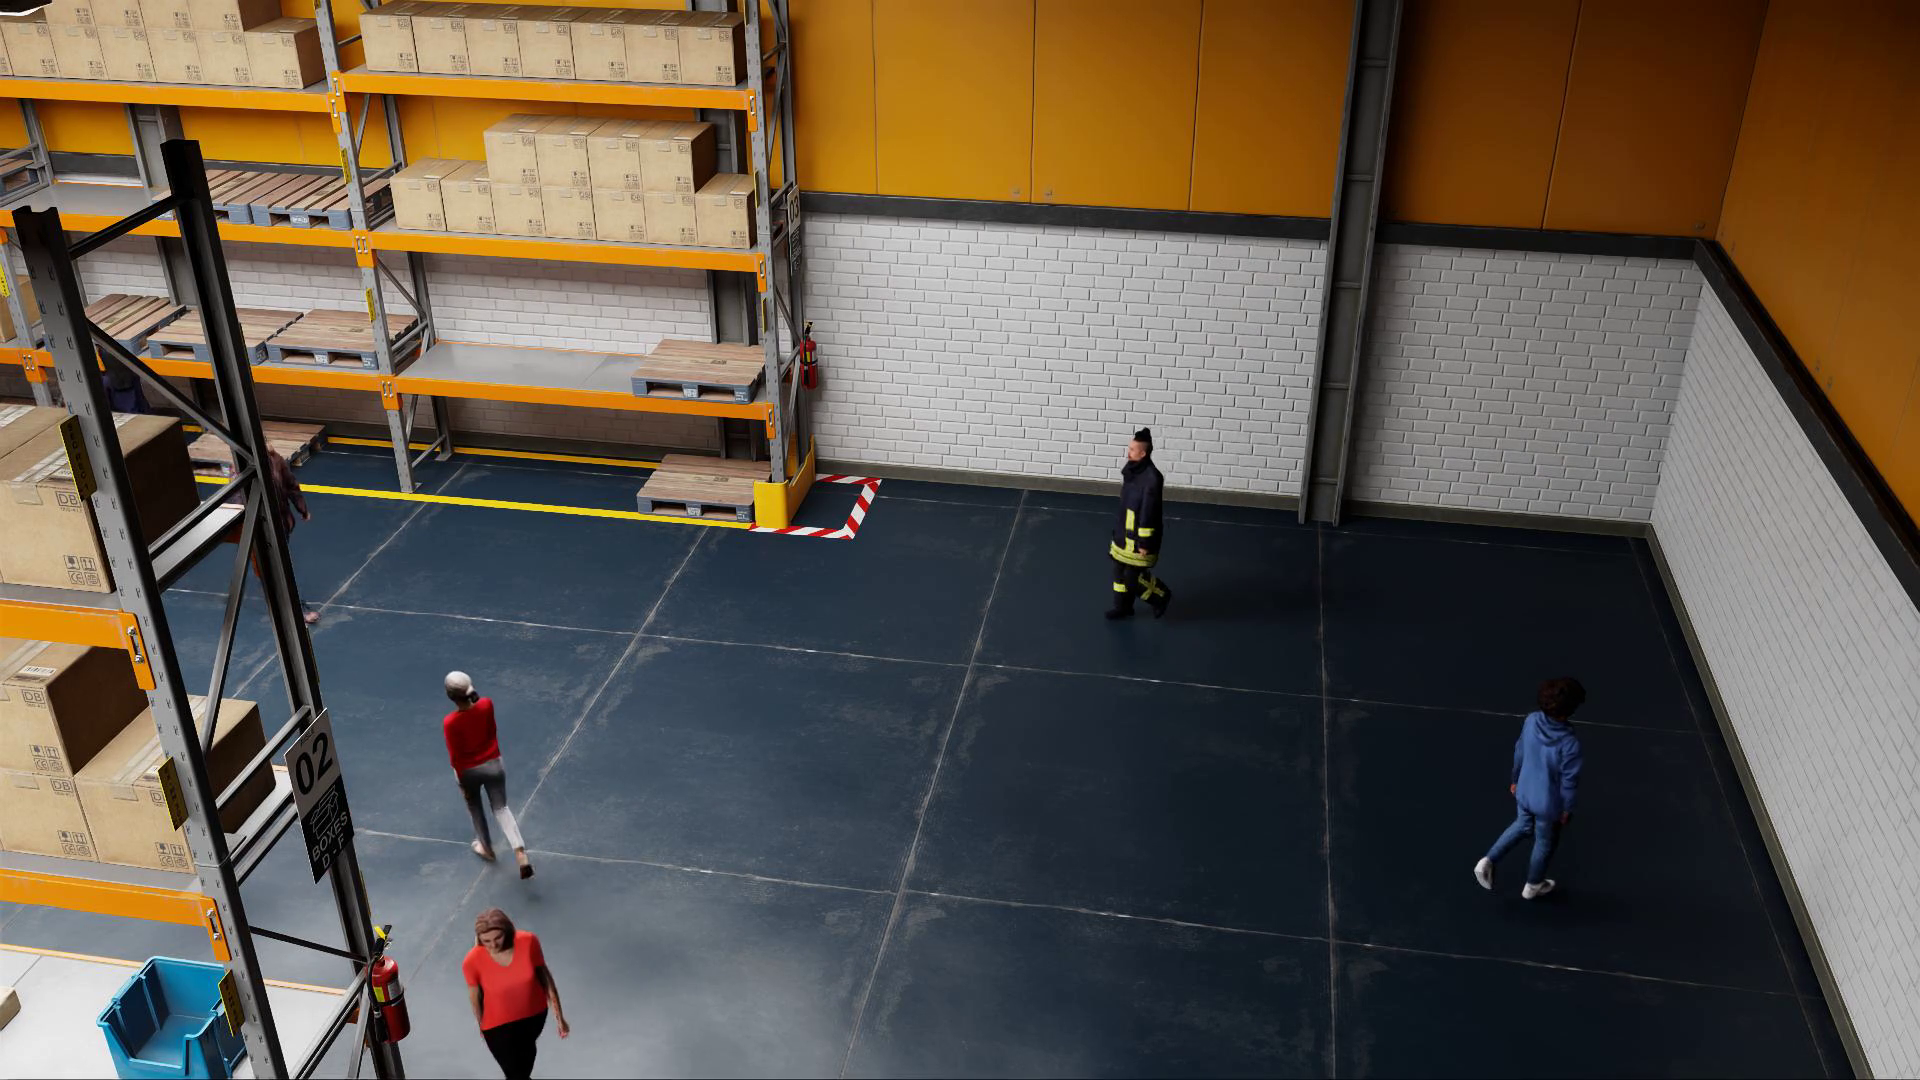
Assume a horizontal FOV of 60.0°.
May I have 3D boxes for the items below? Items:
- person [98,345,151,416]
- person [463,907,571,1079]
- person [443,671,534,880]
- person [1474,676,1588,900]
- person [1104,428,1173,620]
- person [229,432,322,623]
[{"bbox_3d":[-8.256,-1.140,16.640,1.052,1.708,0.759,12,31,21],"label":"person"},{"bbox_3d":[-2.610,2.716,9.627,1.011,1.655,1.083,-22,35,-34],"label":"person"},{"bbox_3d":[-3.289,1.658,11.552,0.924,1.670,1.070,-23,36,-36],"label":"person"},{"bbox_3d":[3.905,1.729,11.289,1.044,1.796,0.947,-12,31,-21],"label":"person"},{"bbox_3d":[1.626,-0.110,14.602,1.016,1.852,0.955,-9,30,-16],"label":"person"},{"bbox_3d":[-6.170,-0.165,14.736,0.969,1.821,0.827,9,30,16],"label":"person"}]
